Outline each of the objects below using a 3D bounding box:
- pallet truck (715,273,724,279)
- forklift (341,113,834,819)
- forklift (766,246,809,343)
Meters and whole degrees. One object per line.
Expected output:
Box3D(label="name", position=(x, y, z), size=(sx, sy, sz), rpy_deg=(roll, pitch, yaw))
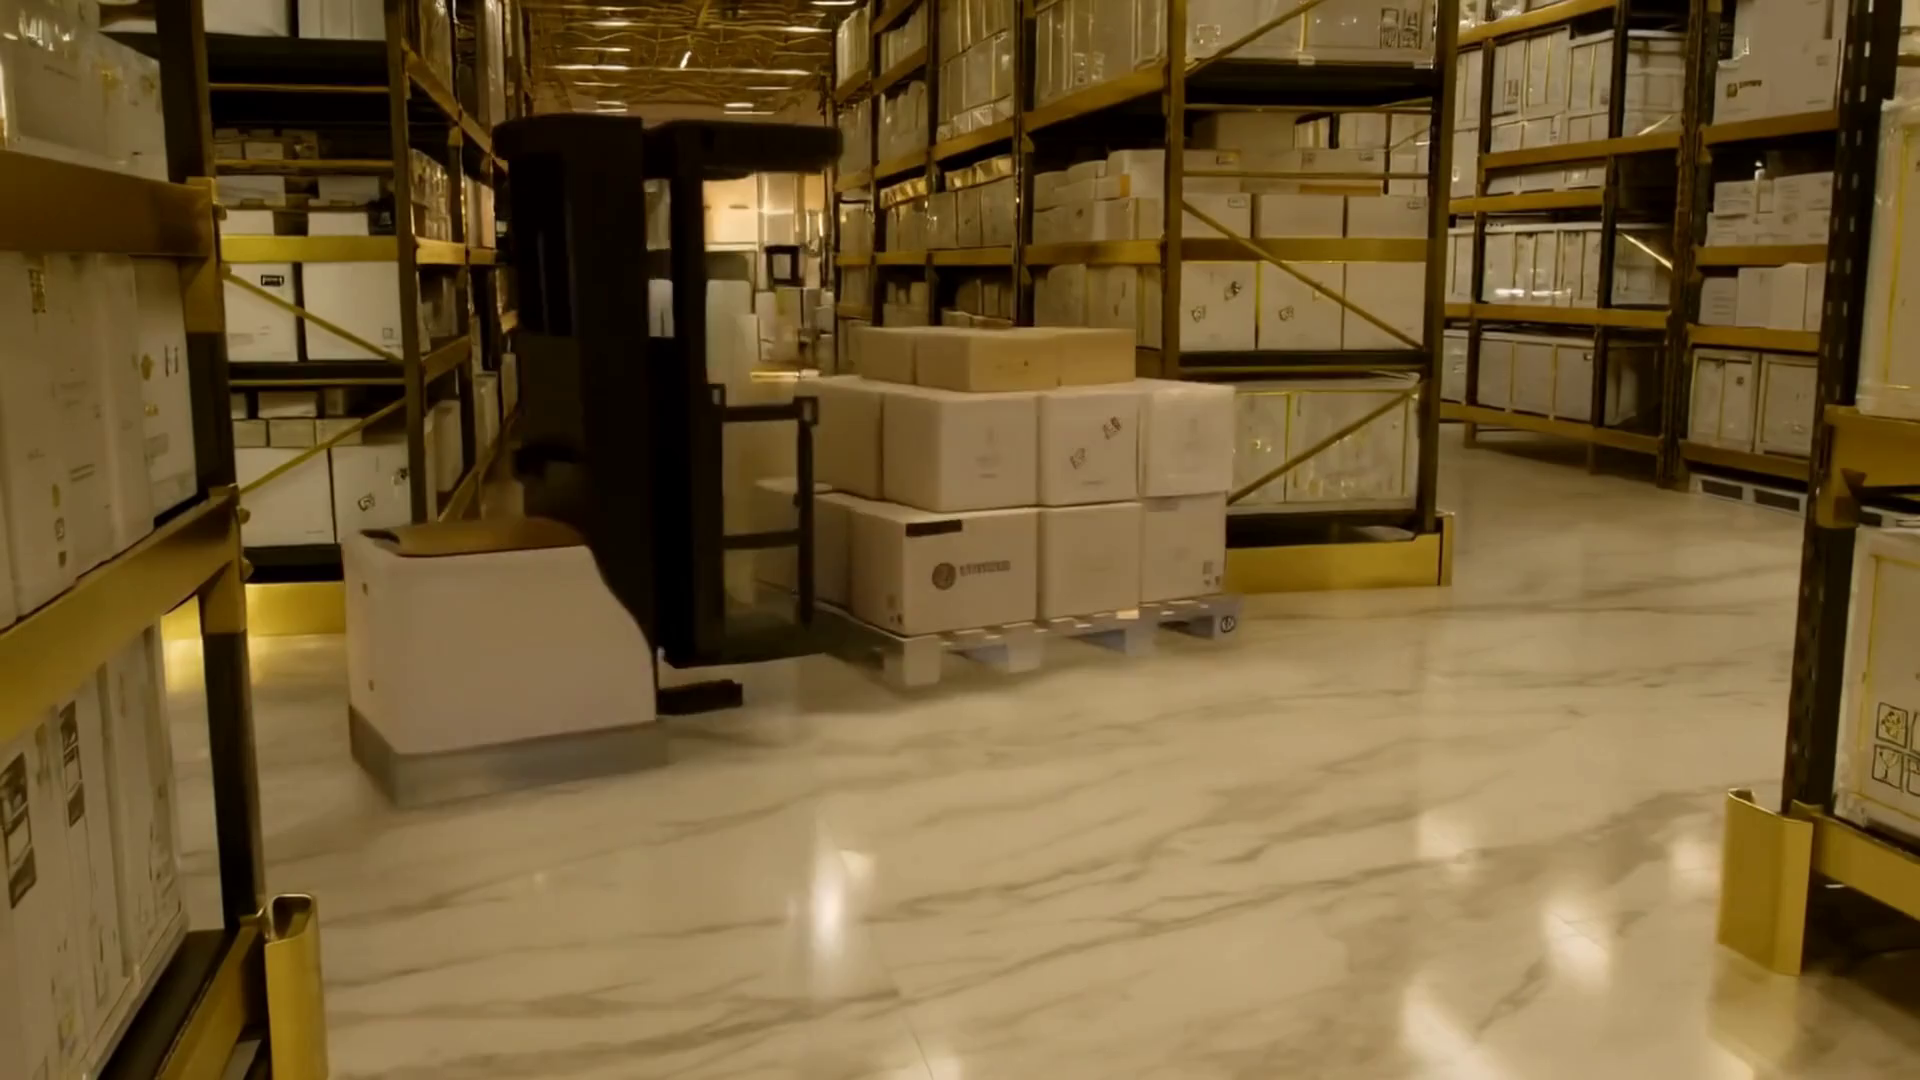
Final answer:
Box3D(label="pallet truck", position=(-8.580, -8.986, 62.280), size=(1.885, 1.965, 0.823), rpy_deg=(1, 9, 5))
Box3D(label="forklift", position=(-1.650, -0.390, 7.200), size=(1.873, 2.768, 1.129), rpy_deg=(-6, 11, -31))
Box3D(label="forklift", position=(-5.169, -7.188, 48.636), size=(1.129, 2.768, 1.873), rpy_deg=(-3, 10, -19))
